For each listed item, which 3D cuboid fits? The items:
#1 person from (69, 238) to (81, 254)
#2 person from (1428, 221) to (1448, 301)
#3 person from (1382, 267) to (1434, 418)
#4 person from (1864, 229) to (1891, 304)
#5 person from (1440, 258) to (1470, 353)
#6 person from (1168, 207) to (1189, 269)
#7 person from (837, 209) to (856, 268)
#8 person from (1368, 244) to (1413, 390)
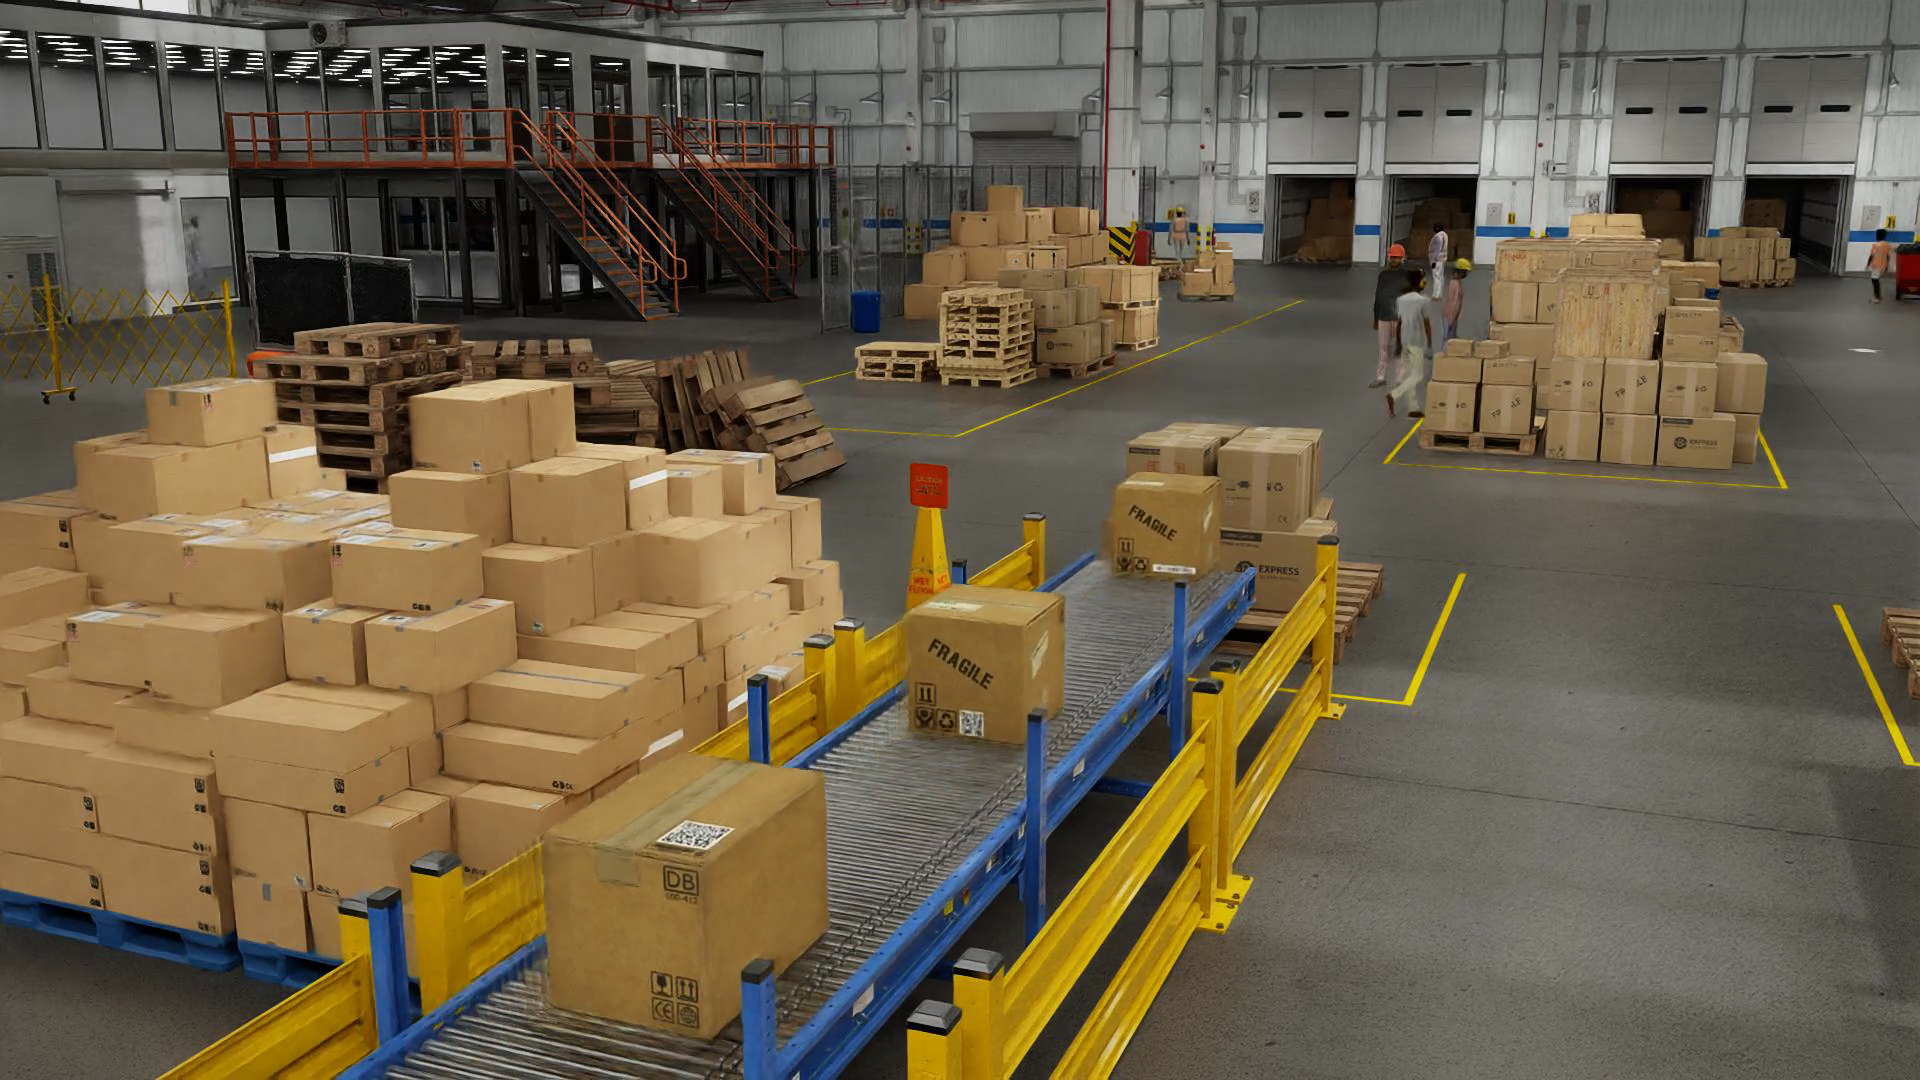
[{"bbox_3d":[-21.872,-7.018,40.919,0.649,1.873,0.897,-3,13,-12],"label":"person"},{"bbox_3d":[11.033,-6.446,38.462,0.430,1.839,0.619,7,15,30],"label":"person"},{"bbox_3d":[5.442,-2.361,20.129,0.706,1.850,0.522,-6,14,-26],"label":"person"},{"bbox_3d":[20.837,-6.231,37.859,0.540,1.677,0.585,-7,14,-27],"label":"person"},{"bbox_3d":[7.164,-3.207,24.130,0.360,1.758,0.530,4,13,17],"label":"person"},{"bbox_3d":[6.610,-9.122,50.380,0.604,1.867,1.004,-1,13,-5],"label":"person"},{"bbox_3d":[-3.530,-9.289,51.307,0.630,1.808,0.929,-5,13,-21],"label":"person"},{"bbox_3d":[5.972,-3.073,22.967,0.375,1.997,0.612,-11,17,-41],"label":"person"}]
